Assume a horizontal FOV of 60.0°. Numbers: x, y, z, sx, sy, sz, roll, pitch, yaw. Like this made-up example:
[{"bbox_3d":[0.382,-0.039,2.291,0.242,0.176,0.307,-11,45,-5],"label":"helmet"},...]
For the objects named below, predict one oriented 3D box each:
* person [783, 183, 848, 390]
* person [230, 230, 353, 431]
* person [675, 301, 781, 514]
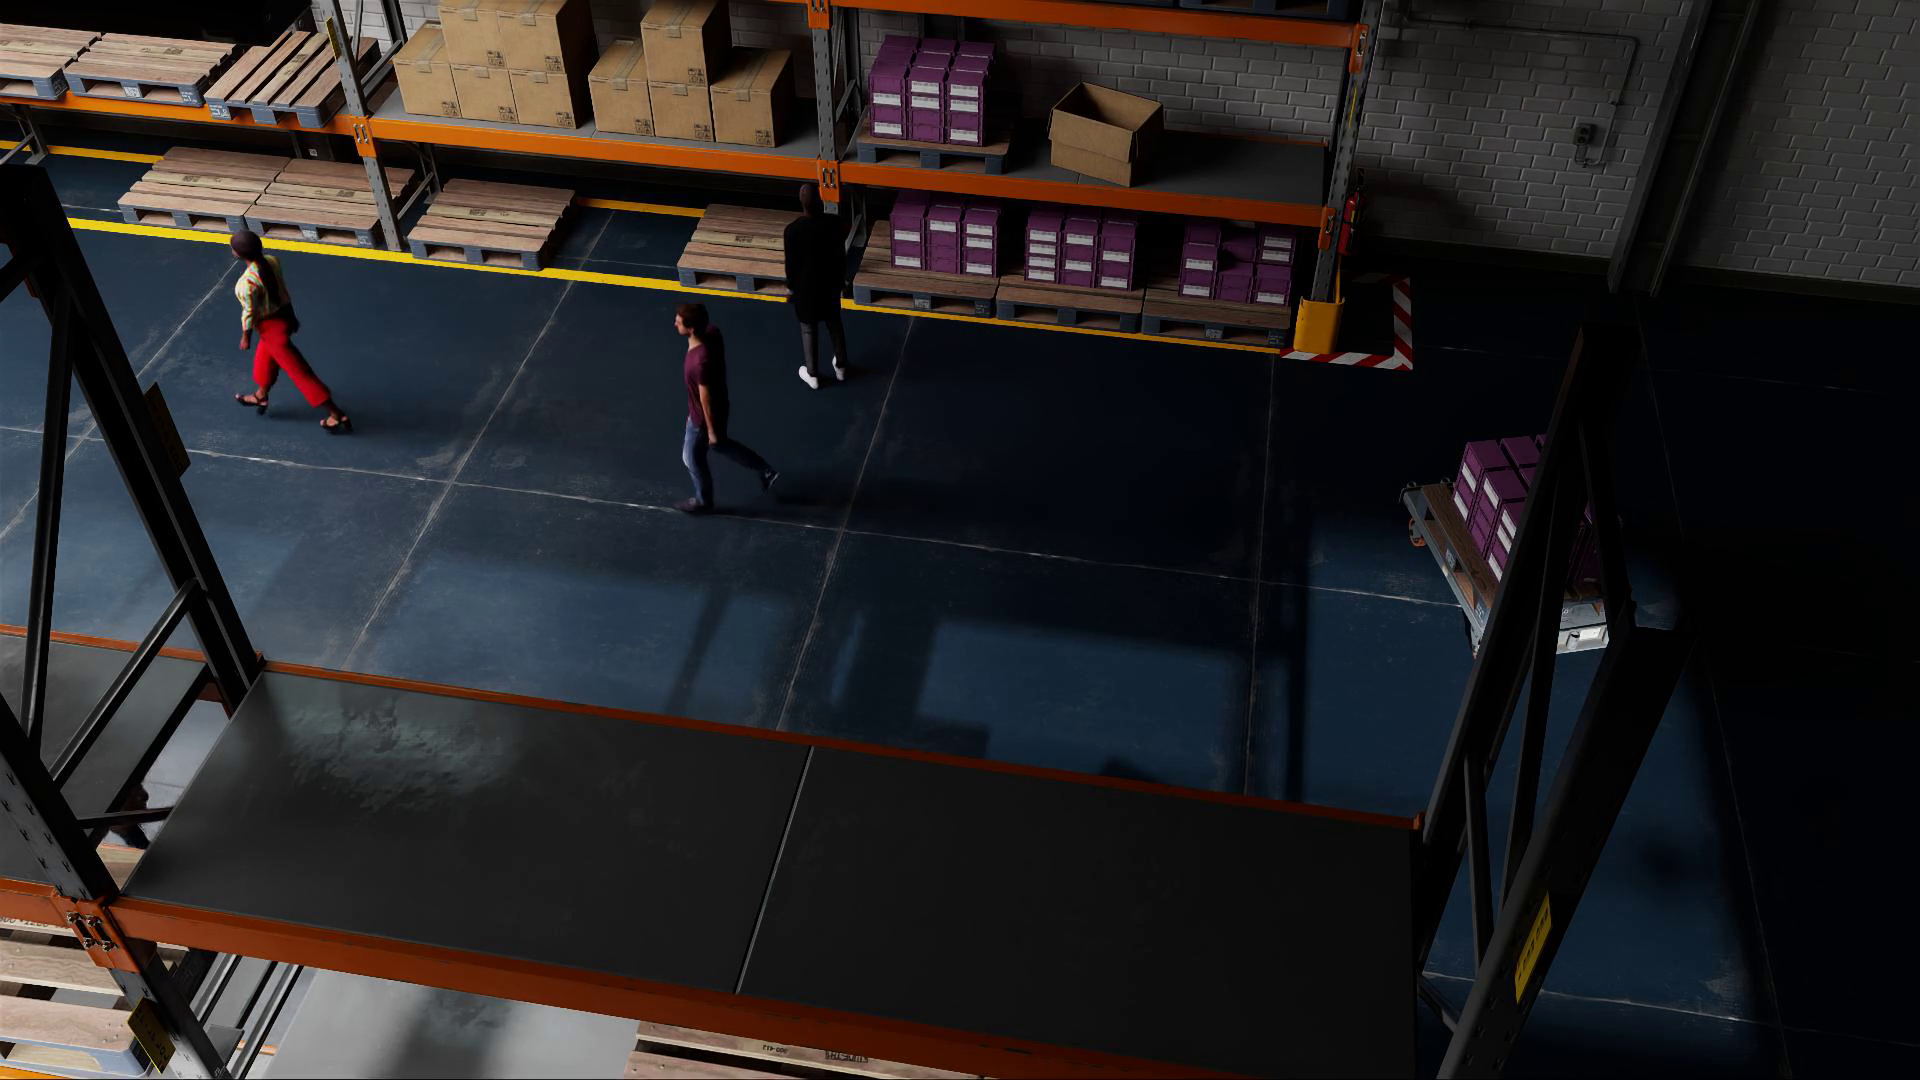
[{"bbox_3d":[-1.104,-1.953,12.776,0.694,1.761,0.795,-18,46,-18],"label":"person"},{"bbox_3d":[-4.943,-1.479,12.290,1.153,1.745,0.633,4,44,4],"label":"person"},{"bbox_3d":[-1.676,-0.915,11.637,1.016,1.829,0.723,2,44,2],"label":"person"}]
